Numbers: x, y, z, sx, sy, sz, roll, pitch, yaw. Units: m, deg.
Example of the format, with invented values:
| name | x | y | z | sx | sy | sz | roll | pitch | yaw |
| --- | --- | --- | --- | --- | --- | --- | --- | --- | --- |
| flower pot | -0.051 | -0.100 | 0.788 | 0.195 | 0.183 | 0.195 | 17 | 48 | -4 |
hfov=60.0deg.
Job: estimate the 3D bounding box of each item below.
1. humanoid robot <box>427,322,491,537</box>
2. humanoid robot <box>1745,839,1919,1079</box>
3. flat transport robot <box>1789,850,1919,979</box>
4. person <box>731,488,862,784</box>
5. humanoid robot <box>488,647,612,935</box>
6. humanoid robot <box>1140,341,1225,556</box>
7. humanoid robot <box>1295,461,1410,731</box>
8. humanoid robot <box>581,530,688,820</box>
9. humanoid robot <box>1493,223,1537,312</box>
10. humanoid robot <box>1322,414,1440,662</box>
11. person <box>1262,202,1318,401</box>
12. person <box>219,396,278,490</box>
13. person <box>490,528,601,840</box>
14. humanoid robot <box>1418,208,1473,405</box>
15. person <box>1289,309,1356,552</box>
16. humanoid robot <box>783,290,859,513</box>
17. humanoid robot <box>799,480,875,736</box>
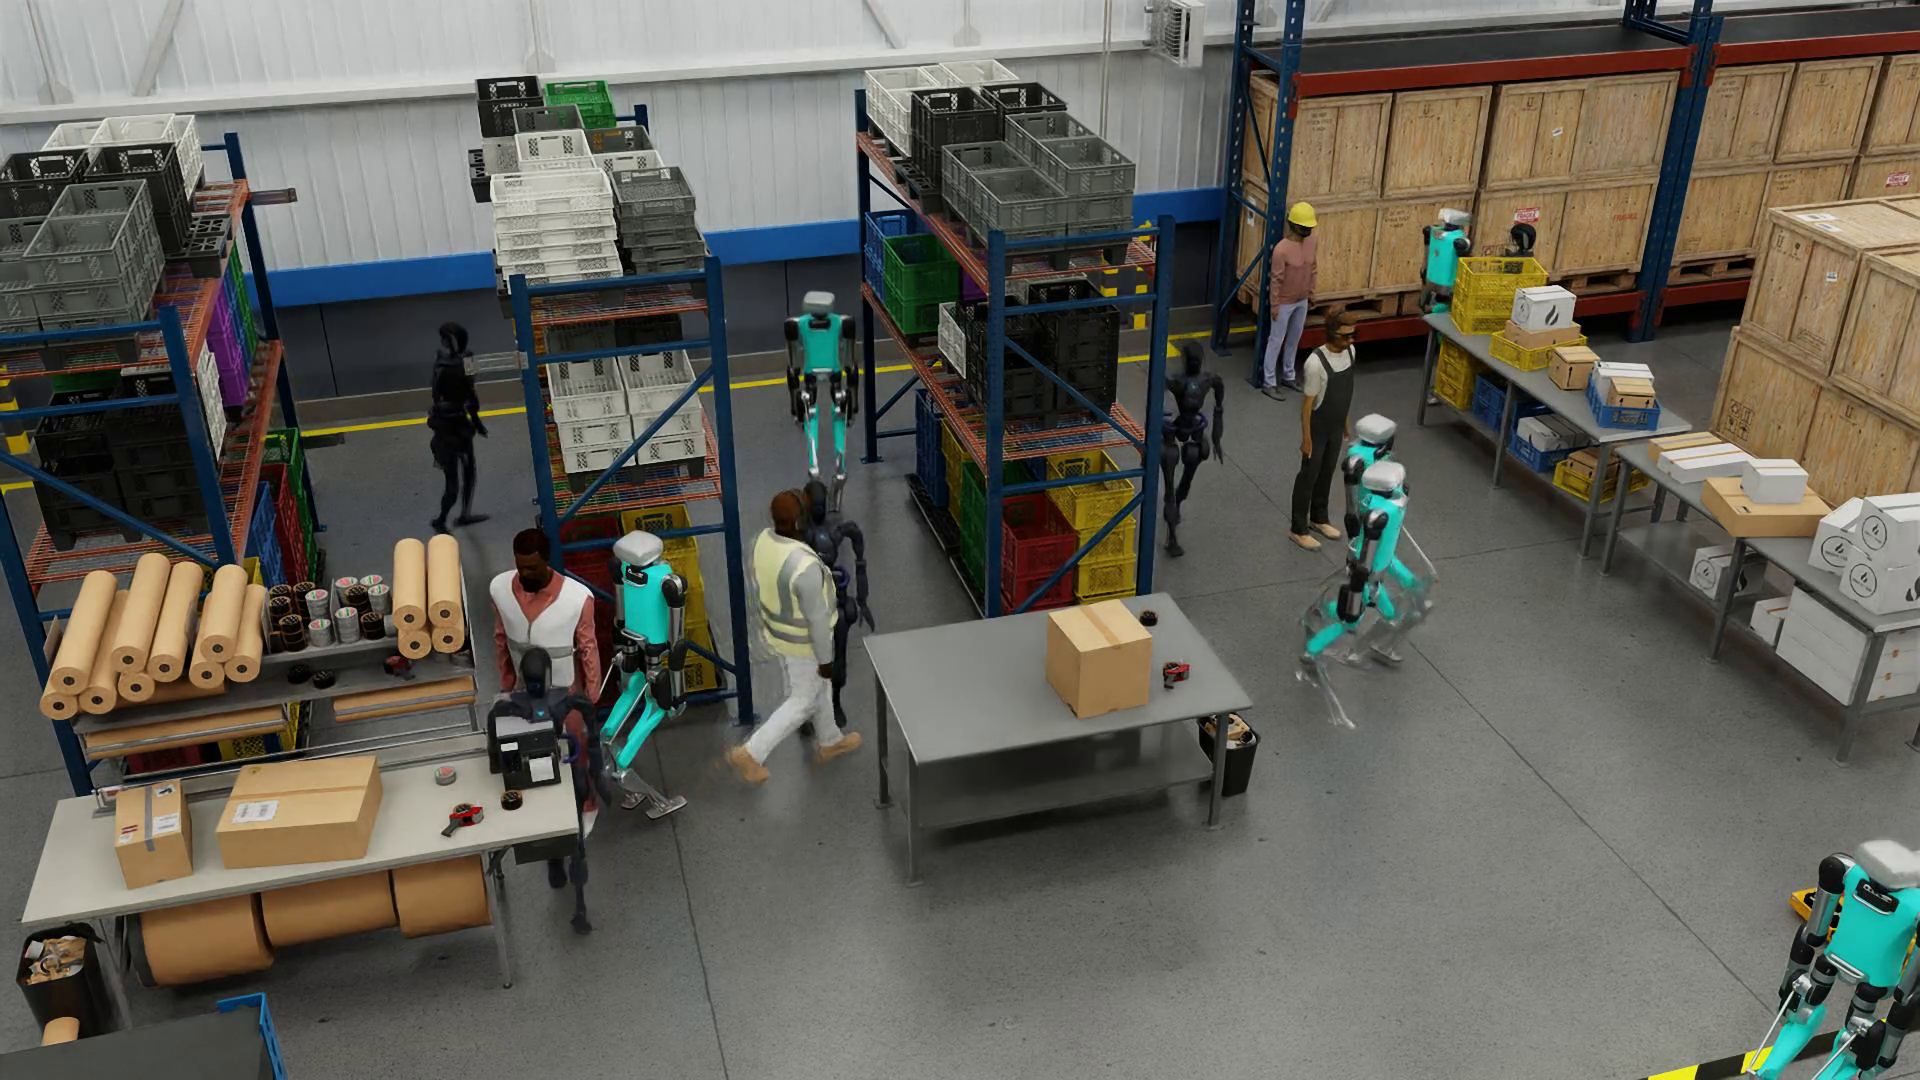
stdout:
| name | x | y | z | sx | sy | sz | roll | pitch | yaw |
| --- | --- | --- | --- | --- | --- | --- | --- | --- | --- |
| humanoid robot | -3.722 | -0.817 | 12.193 | 0.422 | 1.644 | 0.609 | 7 | 30 | 13 |
| humanoid robot | 3.503 | 2.015 | 6.836 | 0.735 | 1.673 | 0.533 | -16 | 33 | -27 |
| flat transport robot | 5.163 | 1.916 | 8.676 | 1.431 | 0.231 | 0.659 | -8 | 30 | -14 |
| person | -0.973 | 0.567 | 9.537 | 0.813 | 1.801 | 0.658 | -15 | 32 | -25 |
| humanoid robot | -2.102 | 1.240 | 8.483 | 0.608 | 1.618 | 0.777 | -8 | 30 | -14 |
| humanoid robot | 1.614 | -0.722 | 12.079 | 0.613 | 1.617 | 0.799 | -5 | 29 | -9 |
| humanoid robot | 2.244 | 0.293 | 10.134 | 0.810 | 1.796 | 0.558 | 15 | 32 | 26 |
| humanoid robot | -1.821 | 0.807 | 9.027 | 0.533 | 1.679 | 0.735 | 20 | 35 | 32 |
| humanoid robot | 4.684 | -1.872 | 14.091 | 0.351 | 1.650 | 0.602 | 22 | 36 | 34 |
| humanoid robot | 2.730 | 0.102 | 10.458 | 0.780 | 1.783 | 0.566 | 20 | 34 | 32 |
| person | 2.881 | -2.067 | 14.375 | 0.523 | 1.761 | 0.336 | -20 | 35 | -32 |
| person | -5.528 | -0.967 | 12.370 | 0.996 | 1.769 | 0.570 | -24 | 37 | -37 |
| person | -2.222 | 0.768 | 9.065 | 0.589 | 1.915 | 0.403 | 7 | 30 | 12 |
| humanoid robot | 4.251 | -1.961 | 14.248 | 0.659 | 1.845 | 0.553 | -12 | 31 | -21 |
| person | 2.629 | -0.803 | 11.991 | 0.499 | 1.841 | 0.341 | -24 | 37 | -36 |
| humanoid robot | -1.000 | -0.851 | 12.212 | 0.547 | 1.781 | 0.949 | -2 | 29 | -3 |
| humanoid robot | -0.807 | 0.399 | 9.974 | 0.588 | 1.654 | 0.335 | -8 | 30 | -15 |
